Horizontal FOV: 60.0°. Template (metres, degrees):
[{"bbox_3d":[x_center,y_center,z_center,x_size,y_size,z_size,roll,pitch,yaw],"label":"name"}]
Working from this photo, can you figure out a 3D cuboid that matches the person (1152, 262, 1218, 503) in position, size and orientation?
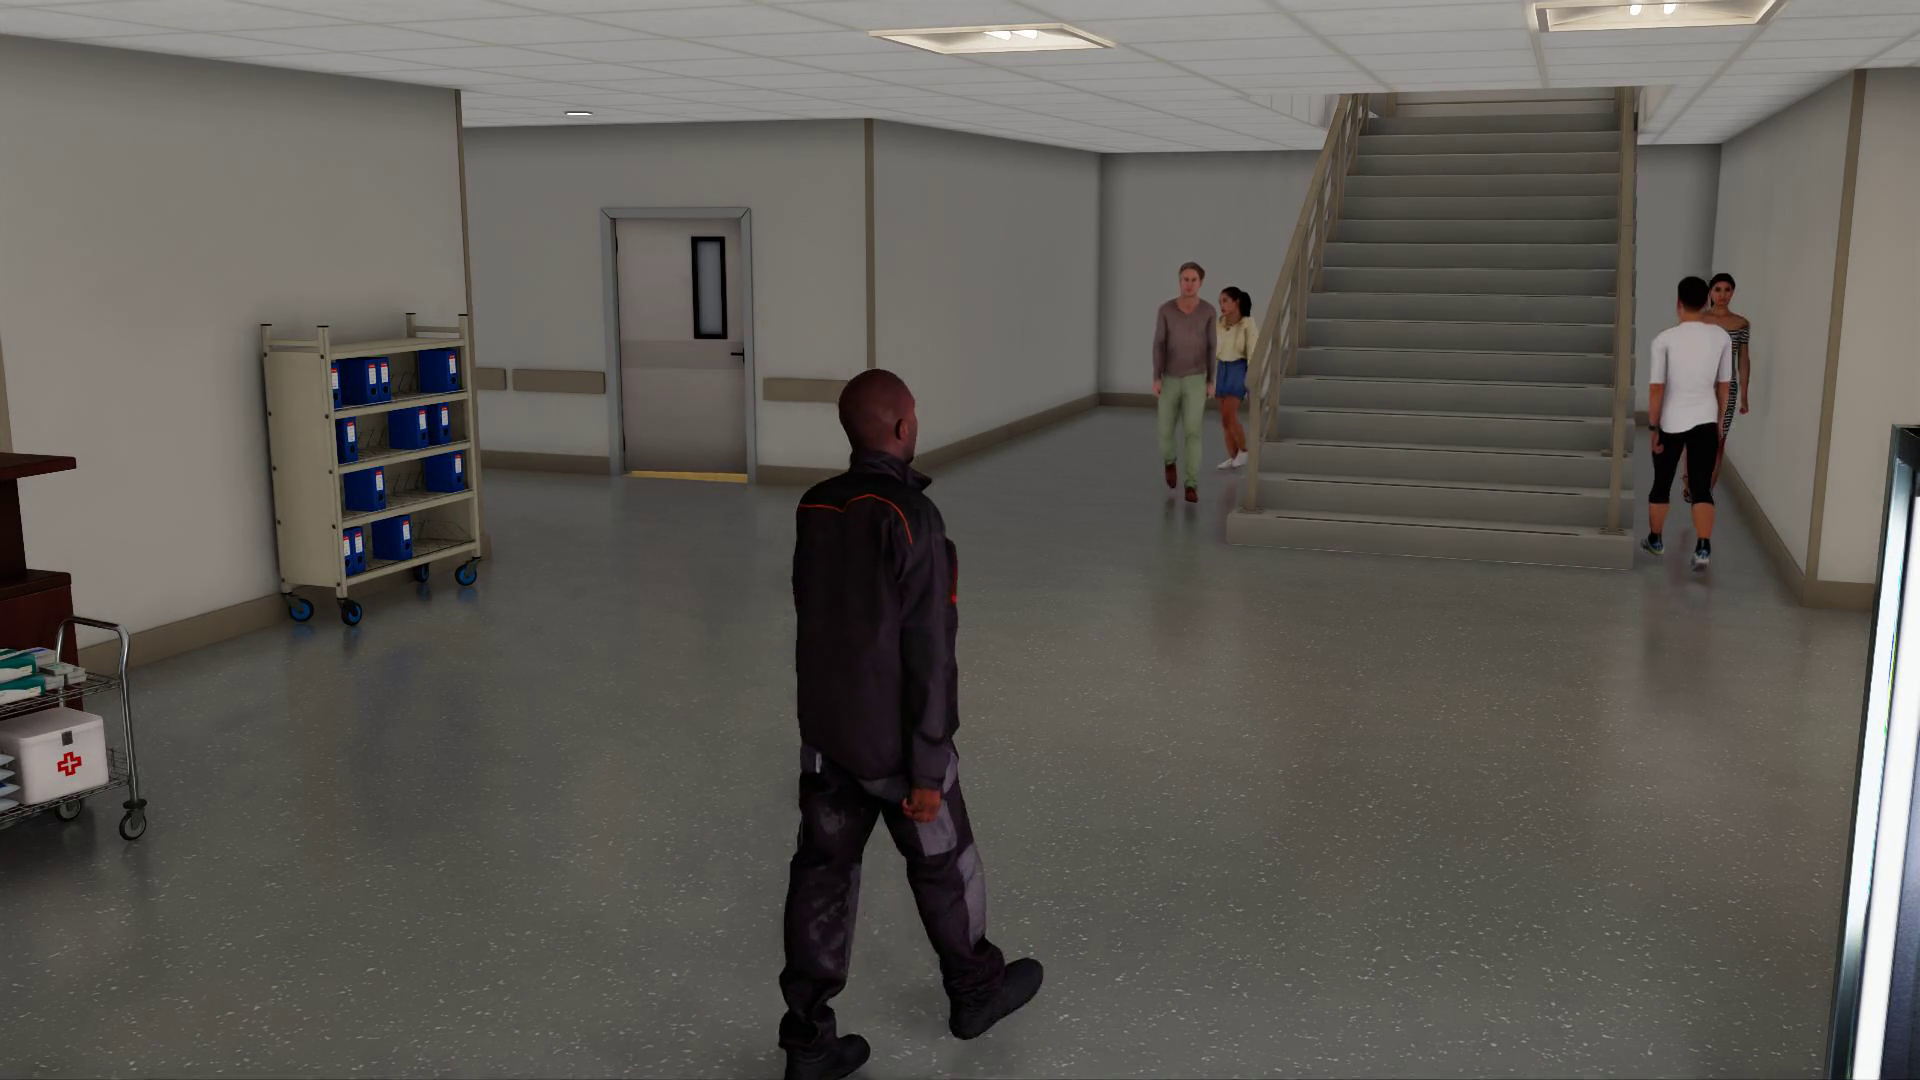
[{"bbox_3d":[1.763,-1.242,13.154,0.807,1.850,1.153,1,11,7],"label":"person"}]

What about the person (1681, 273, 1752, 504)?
[{"bbox_3d":[5.514,-1.050,12.244,0.660,1.812,0.732,2,11,12],"label":"person"}]

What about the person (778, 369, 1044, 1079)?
[{"bbox_3d":[-0.279,0.507,4.081,0.936,1.797,1.163,9,14,39],"label":"person"}]

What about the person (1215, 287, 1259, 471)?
[{"bbox_3d":[2.460,-1.414,14.684,0.757,1.619,0.736,-9,14,-38],"label":"person"}]

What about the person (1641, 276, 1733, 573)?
[{"bbox_3d":[4.551,-0.683,10.313,0.826,1.812,1.290,2,11,9],"label":"person"}]
